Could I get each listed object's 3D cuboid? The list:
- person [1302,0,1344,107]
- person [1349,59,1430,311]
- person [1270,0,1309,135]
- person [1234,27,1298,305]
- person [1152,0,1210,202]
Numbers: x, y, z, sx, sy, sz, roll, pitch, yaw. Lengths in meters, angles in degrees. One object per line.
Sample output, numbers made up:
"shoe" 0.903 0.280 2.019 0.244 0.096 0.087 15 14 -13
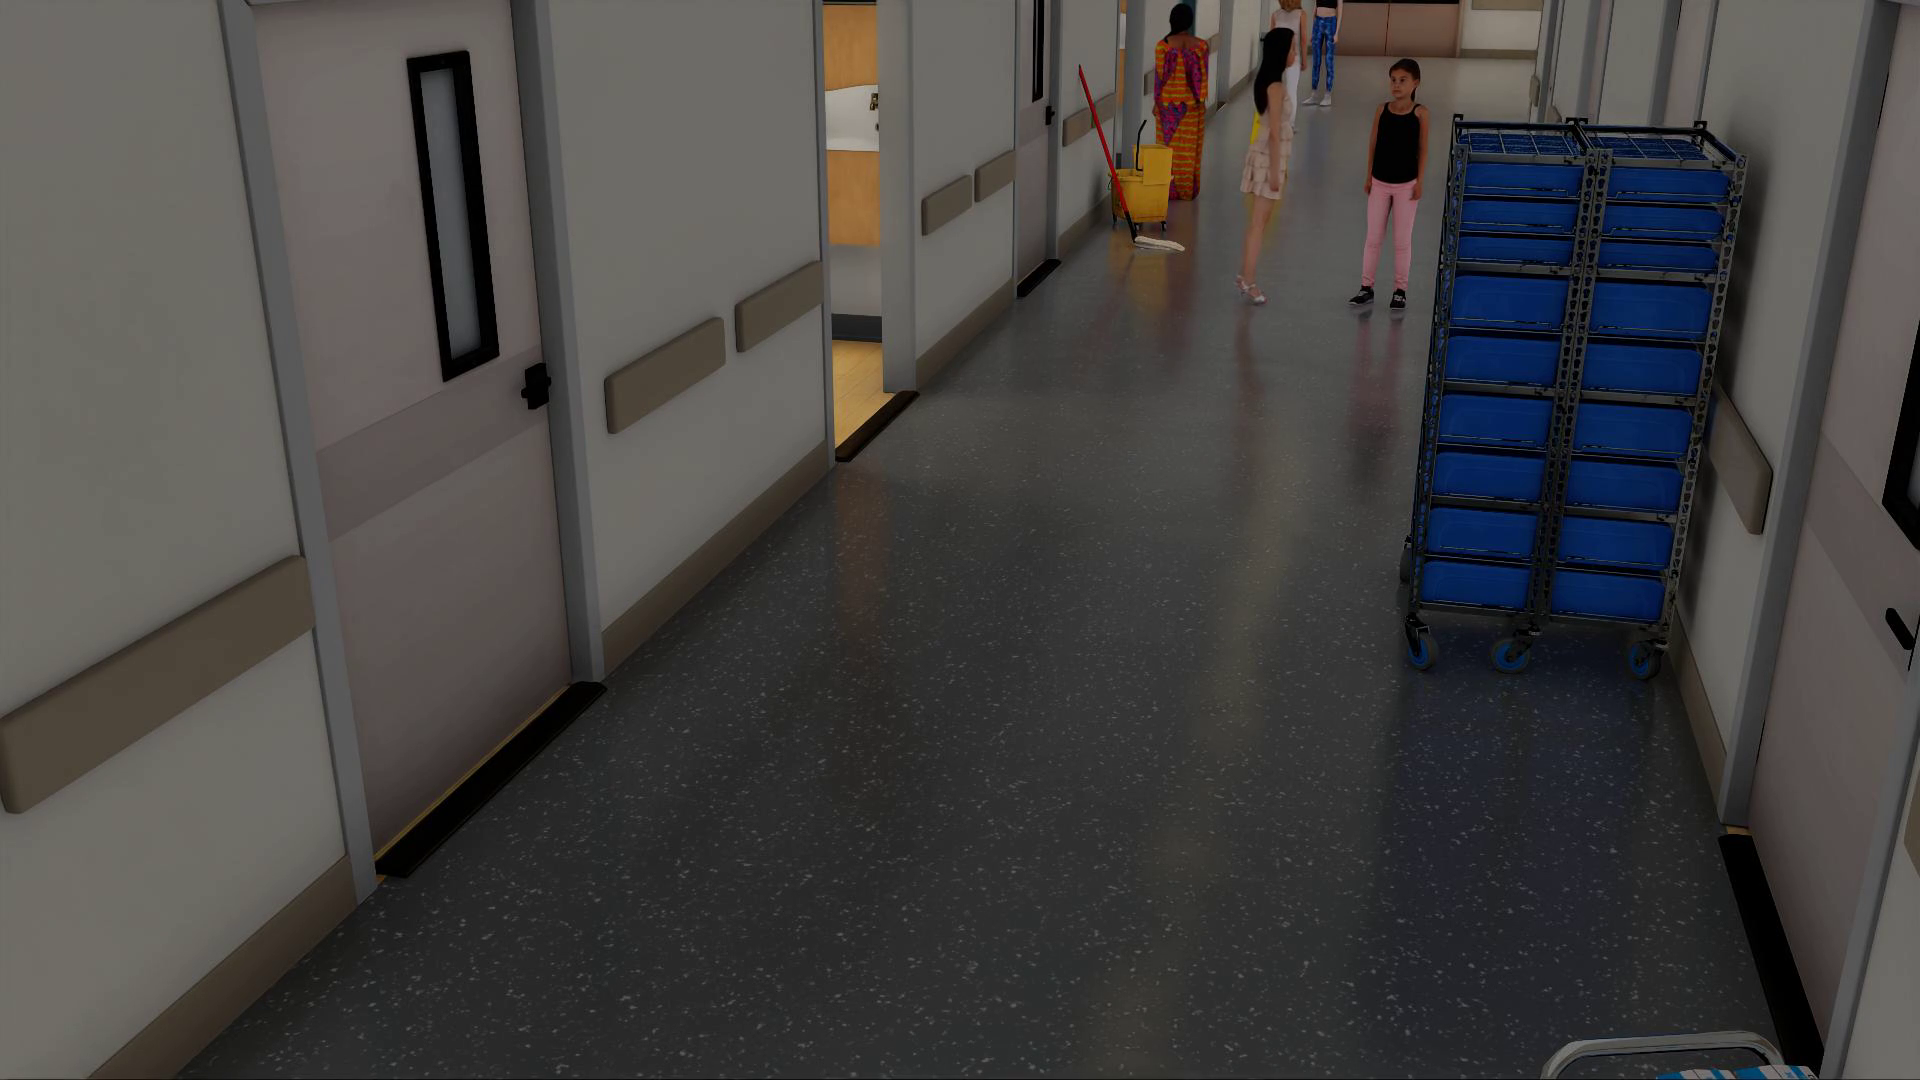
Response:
"person" 4.766 -6.595 21.707 0.664 1.785 0.704 16 26 36
"person" 2.756 -2.249 10.547 0.583 1.564 0.567 11 23 27
"person" 3.719 -5.502 18.984 0.650 1.669 0.612 10 23 25
"person" 1.950 -2.392 10.689 0.674 1.730 0.543 0 21 0
"person" 1.923 -3.877 14.657 0.741 1.681 0.765 -2 21 -5
